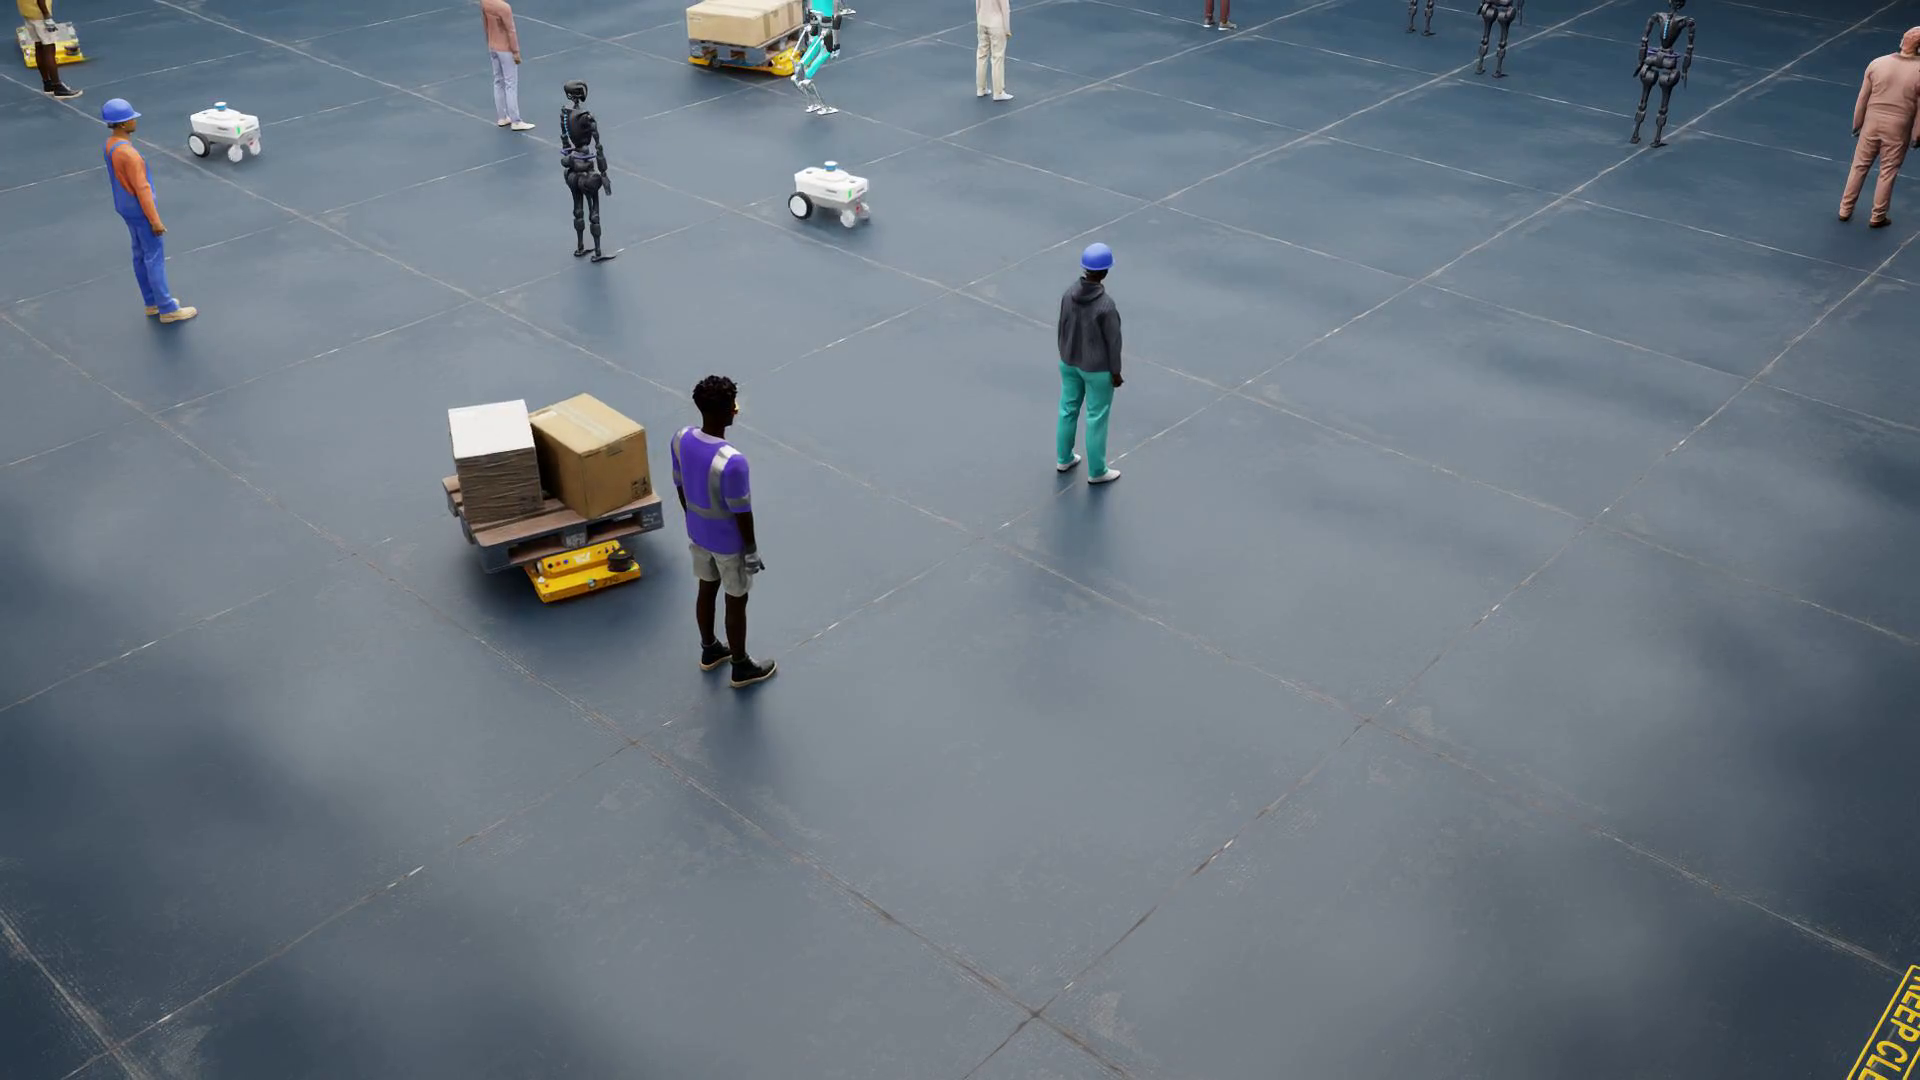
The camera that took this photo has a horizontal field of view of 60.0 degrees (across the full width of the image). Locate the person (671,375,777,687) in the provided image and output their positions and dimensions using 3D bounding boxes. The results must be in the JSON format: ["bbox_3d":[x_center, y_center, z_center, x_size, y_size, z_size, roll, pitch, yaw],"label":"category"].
[{"bbox_3d":[-1.378,-0.049,9.625,0.608,1.964,0.366,27,41,36],"label":"person"}]

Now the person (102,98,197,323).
[{"bbox_3d":[-6.931,-2.786,14.086,0.520,1.908,0.372,27,41,36],"label":"person"}]

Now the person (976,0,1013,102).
[{"bbox_3d":[0.387,-6.017,19.489,0.472,1.695,0.326,27,41,36],"label":"person"}]

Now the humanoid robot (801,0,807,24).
[{"bbox_3d":[-2.164,-7.706,22.236,0.468,1.646,0.612,-11,33,-17],"label":"humanoid robot"}]

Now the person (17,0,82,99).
[{"bbox_3d":[-10.812,-6.186,19.507,0.608,1.964,0.366,27,41,36],"label":"person"}]

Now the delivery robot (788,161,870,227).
[{"bbox_3d":[-1.269,-3.434,16.406,0.777,0.587,0.499,18,36,26],"label":"delivery robot"}]

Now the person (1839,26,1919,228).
[{"bbox_3d":[8.927,-3.966,15.990,0.644,1.907,0.403,27,41,36],"label":"person"}]

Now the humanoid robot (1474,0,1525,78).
[{"bbox_3d":[6.599,-6.533,20.327,0.599,1.655,0.315,26,40,35],"label":"humanoid robot"}]

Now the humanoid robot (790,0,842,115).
[{"bbox_3d":[-1.676,-5.609,18.669,0.533,1.677,0.735,26,40,35],"label":"humanoid robot"}]

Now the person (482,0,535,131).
[{"bbox_3d":[-5.073,-5.472,18.545,0.527,1.767,0.328,27,41,36],"label":"person"}]

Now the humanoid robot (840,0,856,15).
[{"bbox_3d":[-1.704,-7.933,22.411,0.533,1.677,0.735,26,40,35],"label":"humanoid robot"}]

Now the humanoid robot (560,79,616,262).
[{"bbox_3d":[-3.465,-3.414,15.303,0.599,1.657,0.315,26,40,35],"label":"humanoid robot"}]

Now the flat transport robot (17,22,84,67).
[{"bbox_3d":[-11.741,-6.395,21.452,0.659,0.231,1.431,-16,35,-24],"label":"flat transport robot"}]

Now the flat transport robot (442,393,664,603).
[{"bbox_3d":[-2.728,-0.066,11.261,0.659,0.231,1.431,-16,35,-24],"label":"flat transport robot"}]

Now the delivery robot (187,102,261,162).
[{"bbox_3d":[-7.984,-4.435,18.043,0.785,0.613,0.512,13,34,20],"label":"delivery robot"}]

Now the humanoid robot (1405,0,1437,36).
[{"bbox_3d":[6.169,-7.543,21.953,0.599,1.657,0.315,26,40,35],"label":"humanoid robot"}]

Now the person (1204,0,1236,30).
[{"bbox_3d":[3.507,-7.753,22.174,0.543,1.811,0.371,27,41,36],"label":"person"}]

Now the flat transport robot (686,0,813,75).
[{"bbox_3d":[-2.652,-6.107,20.987,1.431,0.231,0.659,13,34,20],"label":"flat transport robot"}]

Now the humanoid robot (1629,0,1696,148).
[{"bbox_3d":[7.625,-5.139,18.081,0.599,1.657,0.315,26,40,35],"label":"humanoid robot"}]

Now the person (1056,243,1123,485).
[{"bbox_3d":[0.908,-1.242,11.727,0.532,1.776,0.359,27,41,36],"label":"person"}]
